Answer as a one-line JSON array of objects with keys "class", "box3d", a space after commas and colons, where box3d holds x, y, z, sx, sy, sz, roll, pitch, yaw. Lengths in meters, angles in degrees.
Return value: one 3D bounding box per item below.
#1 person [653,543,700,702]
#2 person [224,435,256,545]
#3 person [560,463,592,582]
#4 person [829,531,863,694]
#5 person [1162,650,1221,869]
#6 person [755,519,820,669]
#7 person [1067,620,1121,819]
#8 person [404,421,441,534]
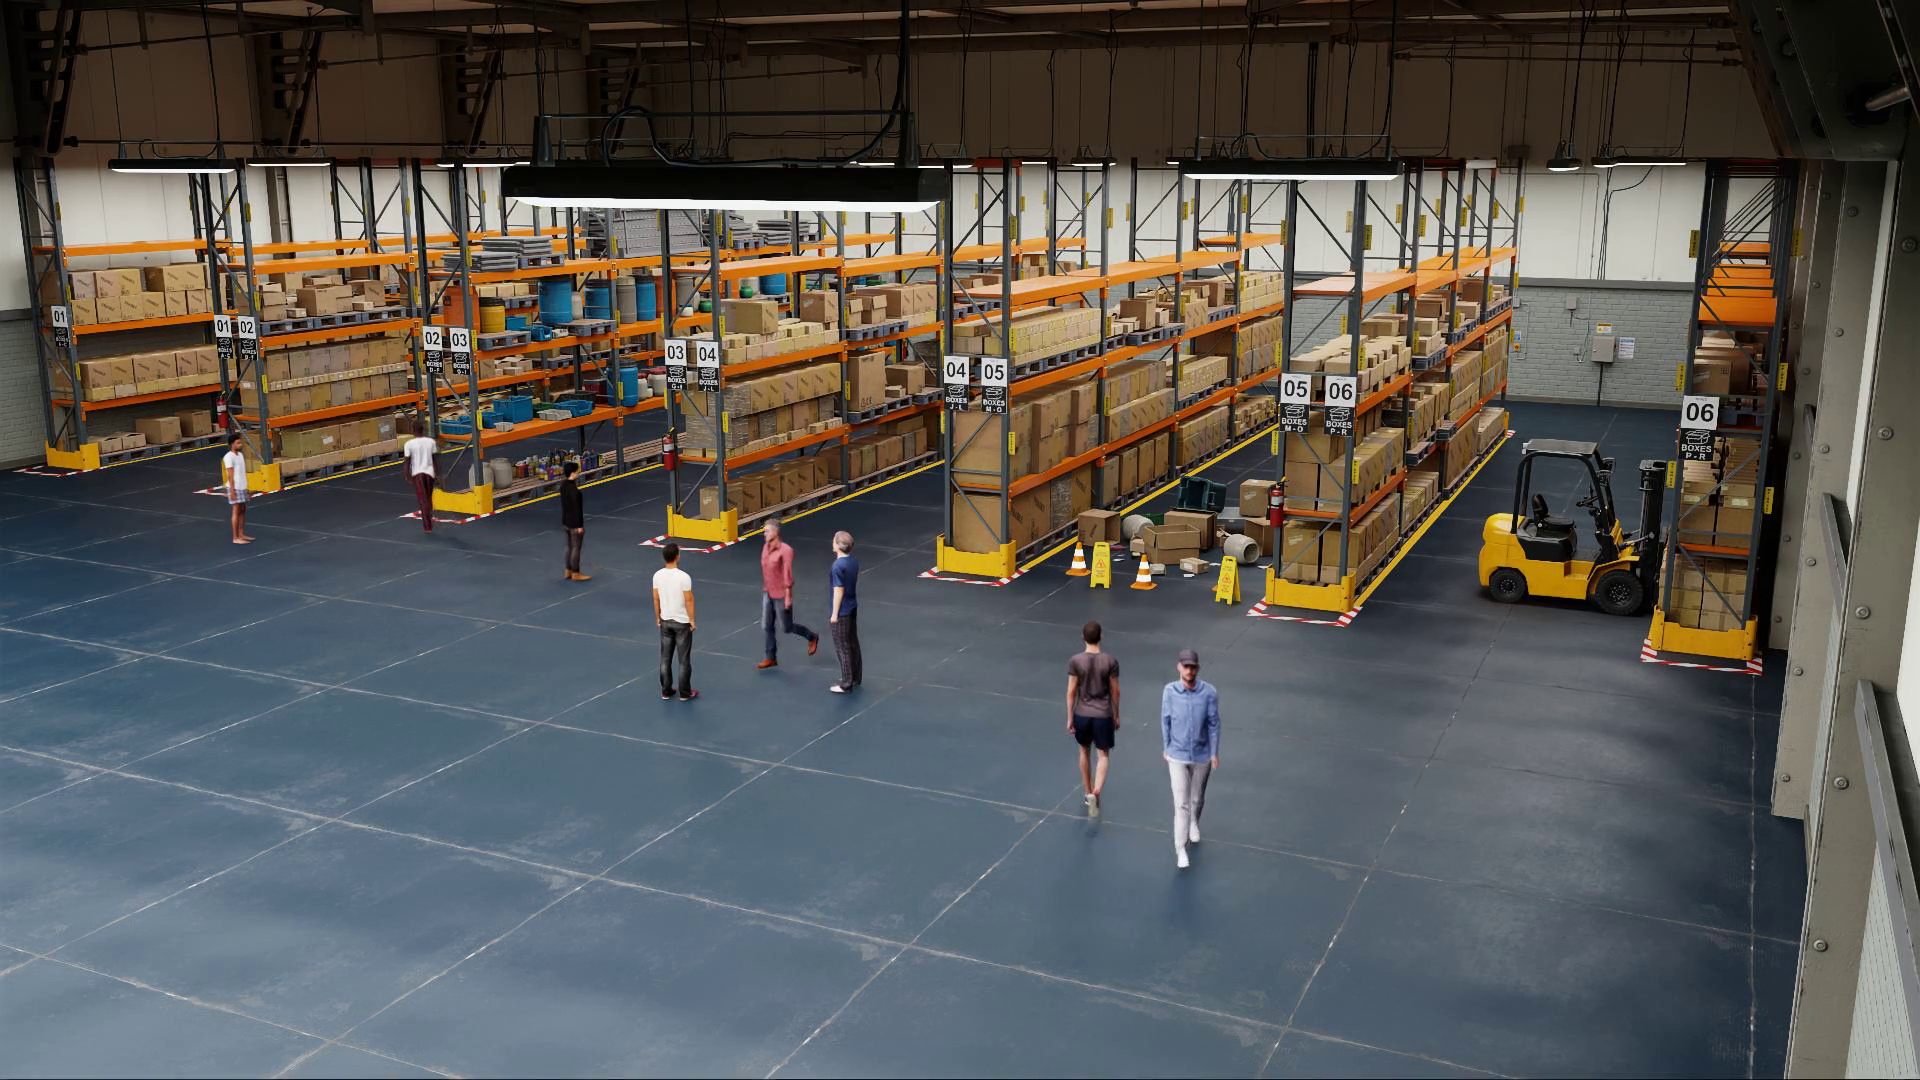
[{"class": "person", "box3d": [-3.227, 0.921, 18.794, 0.659, 1.802, 0.566, 4, 14, 18]}, {"class": "person", "box3d": [-11.511, -0.825, 26.488, 0.755, 1.731, 0.614, 0, 13, 0]}, {"class": "person", "box3d": [-5.619, -0.275, 24.135, 0.699, 1.723, 0.723, -10, 16, -36]}, {"class": "person", "box3d": [-1.329, 0.812, 19.110, 0.724, 1.871, 0.479, 5, 14, 21]}, {"class": "person", "box3d": [2.032, 1.856, 14.629, 0.939, 1.859, 1.249, 1, 13, 4]}, {"class": "person", "box3d": [-2.112, 0.637, 20.012, 1.188, 1.805, 0.966, -11, 17, -41]}, {"class": "person", "box3d": [1.241, 1.682, 15.443, 0.831, 1.832, 1.123, 2, 13, 8]}, {"class": "person", "box3d": [-8.719, -1.011, 27.121, 1.000, 1.808, 0.982, -10, 16, -36]}]
